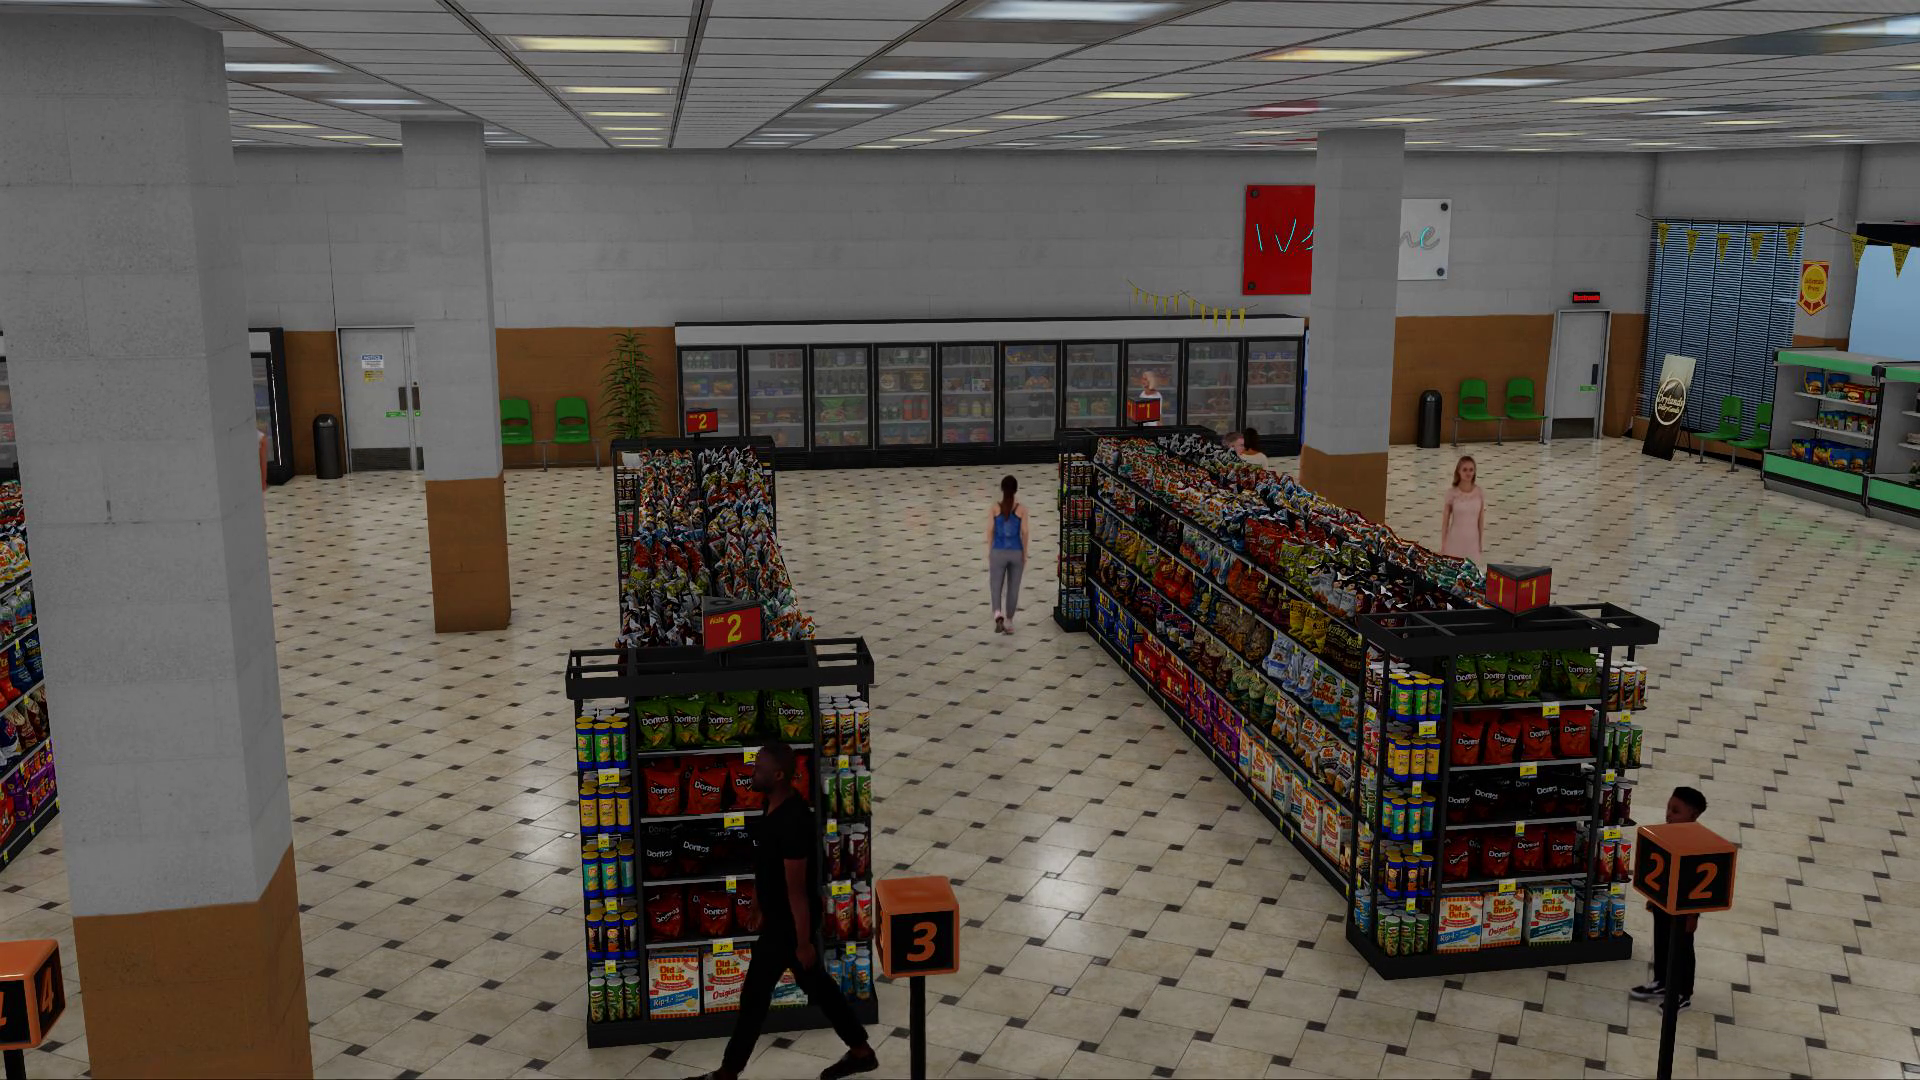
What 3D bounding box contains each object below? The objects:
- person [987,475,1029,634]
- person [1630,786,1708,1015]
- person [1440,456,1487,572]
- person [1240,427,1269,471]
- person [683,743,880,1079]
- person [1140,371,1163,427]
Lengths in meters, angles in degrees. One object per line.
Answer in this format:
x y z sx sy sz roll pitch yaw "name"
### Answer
0.463 0.171 16.478 0.665 1.596 0.943 0 12 1 "person"
3.871 1.926 8.972 0.615 1.254 0.453 -4 13 -20 "person"
4.958 0.058 16.502 0.721 1.806 0.938 1 12 3 "person"
3.334 -0.475 19.345 0.698 1.678 0.702 4 13 18 "person"
-0.739 1.861 8.042 0.747 1.765 1.146 -2 12 -11 "person"
2.828 -1.649 24.747 0.706 1.749 0.614 -11 16 -42 "person"
